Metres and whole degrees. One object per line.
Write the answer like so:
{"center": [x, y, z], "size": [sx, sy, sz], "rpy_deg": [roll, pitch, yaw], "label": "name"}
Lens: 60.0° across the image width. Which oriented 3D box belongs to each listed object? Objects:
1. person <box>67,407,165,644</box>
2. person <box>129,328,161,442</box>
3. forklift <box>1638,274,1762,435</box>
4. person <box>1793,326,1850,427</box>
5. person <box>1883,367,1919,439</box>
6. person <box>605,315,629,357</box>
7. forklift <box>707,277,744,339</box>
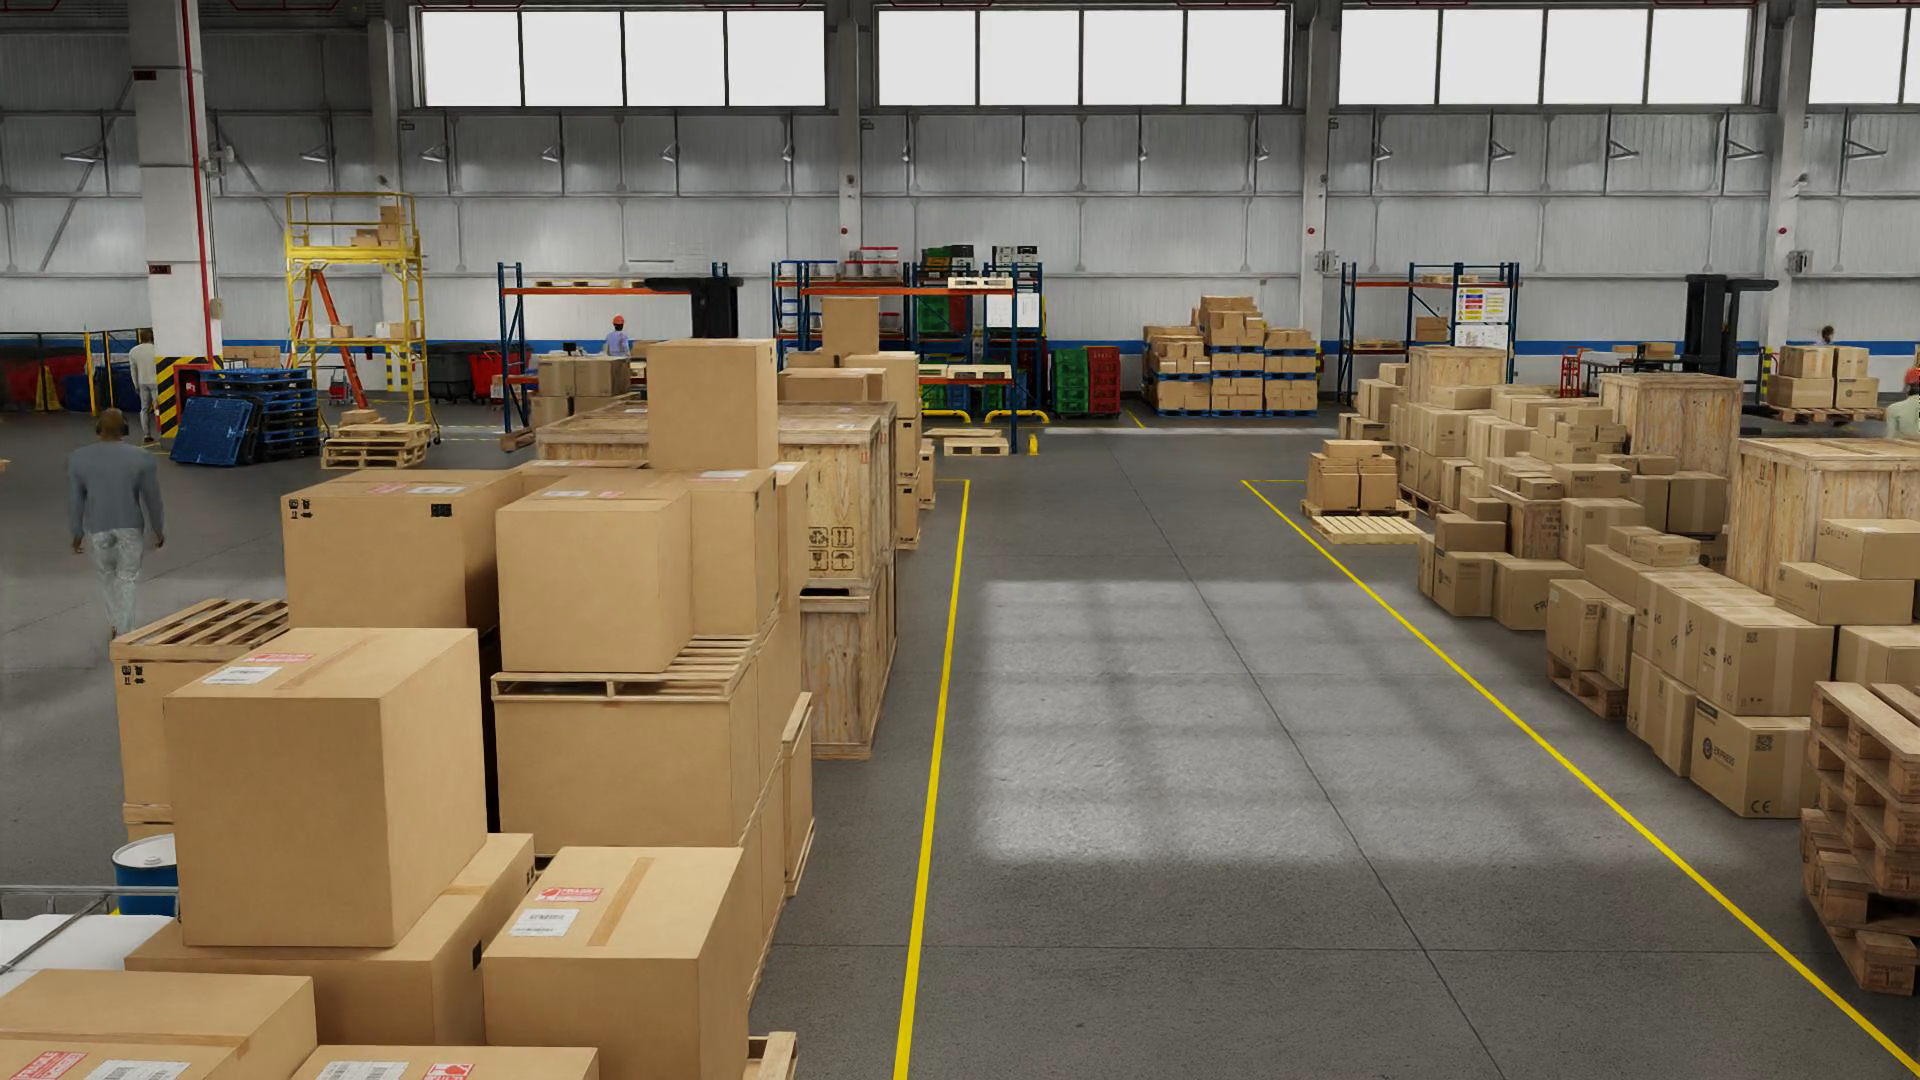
{"center": [-6.585, -0.090, 13.071], "size": [0.652, 1.906, 0.812], "rpy_deg": [-2, 10, -14], "label": "person"}
{"center": [-13.642, -2.606, 28.061], "size": [0.629, 1.940, 0.373], "rpy_deg": [0, 9, 1], "label": "person"}
{"center": [13.019, -3.274, 29.249], "size": [1.873, 2.768, 1.129], "rpy_deg": [0, 9, 1], "label": "forklift"}
{"center": [15.982, -3.022, 30.786], "size": [0.747, 1.872, 1.063], "rpy_deg": [-8, 12, -39], "label": "person"}
{"center": [9.880, -0.812, 17.281], "size": [0.630, 1.942, 1.002], "rpy_deg": [3, 10, 17], "label": "person"}
{"center": [-7.093, -3.696, 34.591], "size": [0.547, 1.938, 0.379], "rpy_deg": [4, 10, 24], "label": "person"}
{"center": [-3.378, -2.405, 24.039], "size": [1.873, 2.768, 1.129], "rpy_deg": [0, 9, 1], "label": "forklift"}
